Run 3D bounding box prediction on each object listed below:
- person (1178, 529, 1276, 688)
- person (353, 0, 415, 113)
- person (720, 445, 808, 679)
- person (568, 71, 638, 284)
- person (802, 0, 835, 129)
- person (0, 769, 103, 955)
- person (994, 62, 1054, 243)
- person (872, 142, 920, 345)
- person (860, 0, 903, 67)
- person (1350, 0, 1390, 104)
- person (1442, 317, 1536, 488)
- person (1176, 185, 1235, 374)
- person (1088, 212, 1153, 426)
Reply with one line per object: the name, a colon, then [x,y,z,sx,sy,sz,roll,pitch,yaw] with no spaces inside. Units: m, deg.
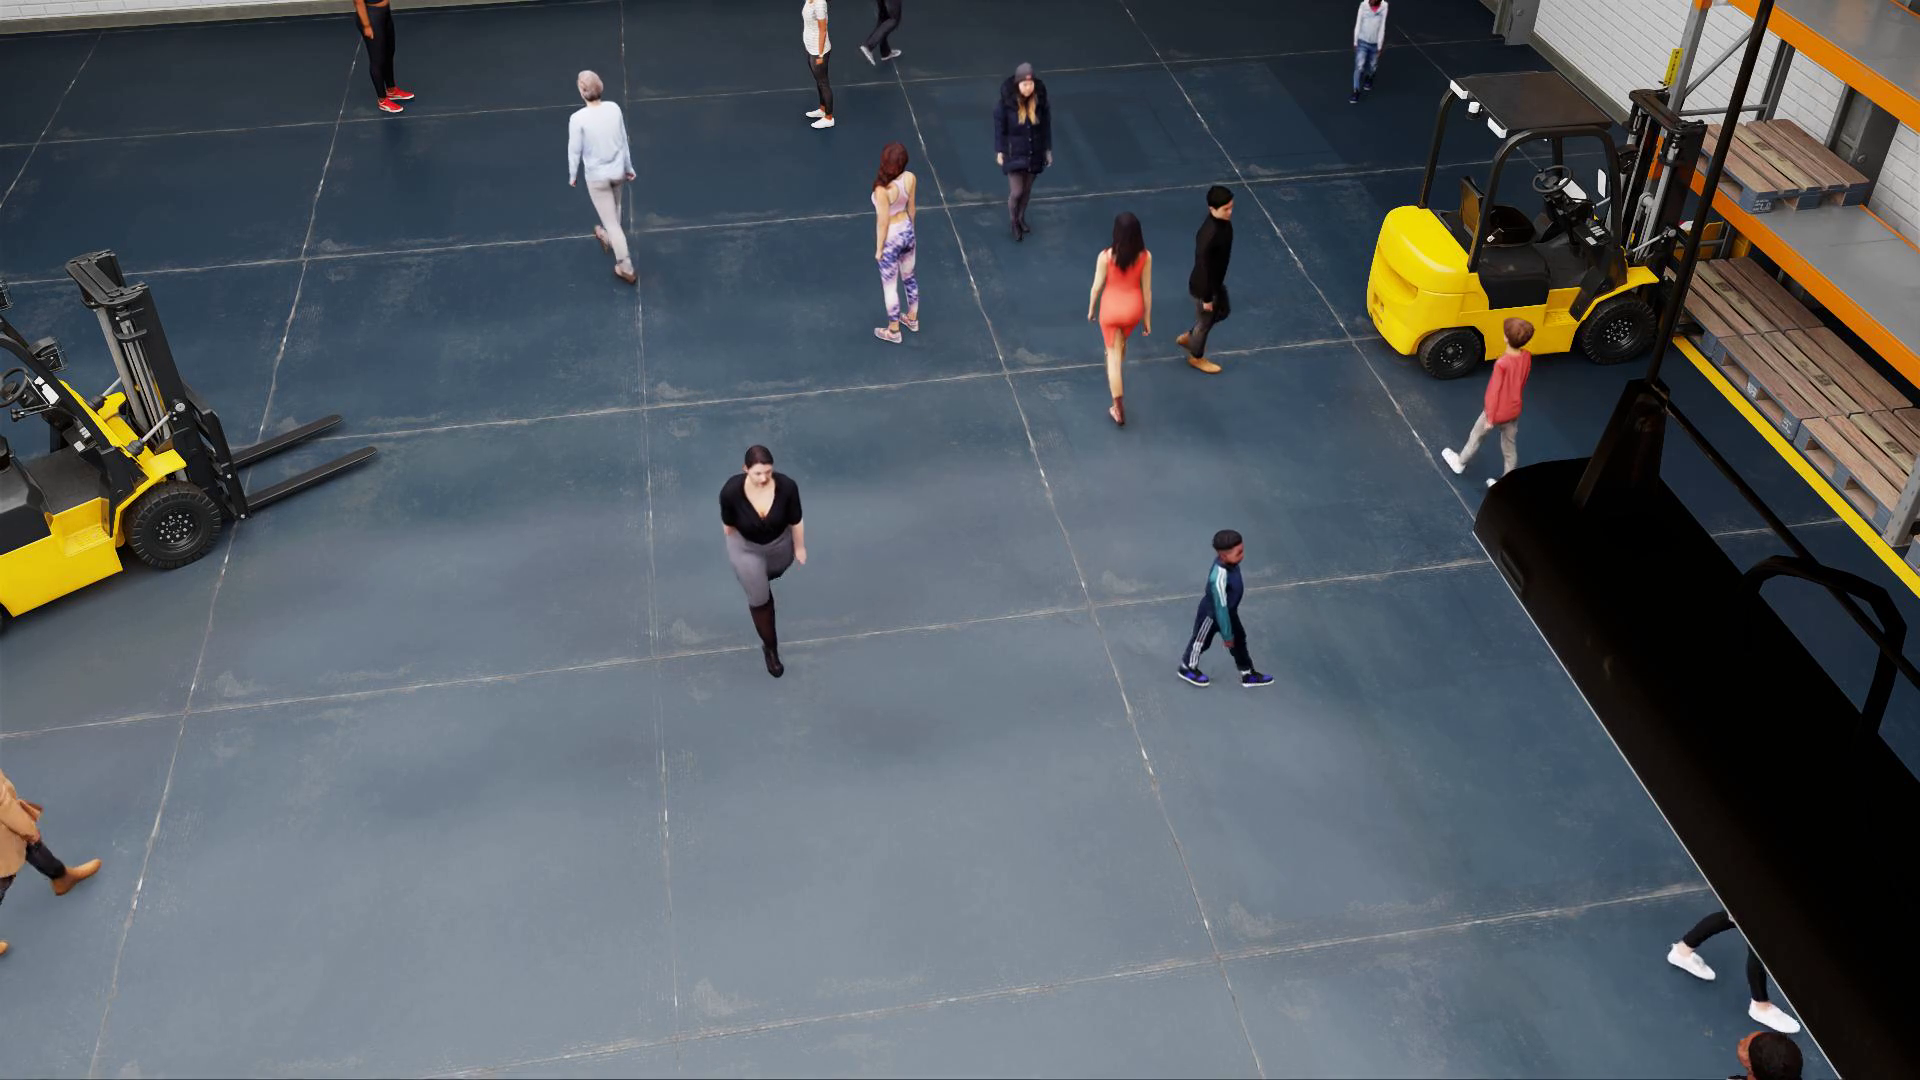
person: [1.578,0.442,10.489,0.861,1.230,0.840,19,42,22]
person: [-6.110,-5.424,17.366,0.798,1.815,0.653,4,39,5]
person: [-1.299,0.010,10.656,0.769,1.697,1.194,-11,40,-13]
person: [-3.027,-3.107,14.429,1.038,1.859,1.227,-27,46,-30]
person: [-1.450,-5.051,17.035,0.642,1.645,0.485,-9,40,-11]
person: [-5.206,1.518,8.765,1.130,1.700,1.189,24,44,27]
person: [0.548,-3.579,15.180,0.712,1.660,0.723,-13,40,-16]
person: [-0.522,-2.458,13.692,0.722,1.765,0.689,31,48,33]
person: [-0.890,-6.070,18.158,0.988,1.836,0.984,-29,47,-32]
person: [4.383,-5.343,17.720,0.697,1.247,0.896,10,40,12]
person: [3.983,-0.915,12.059,0.723,1.391,0.927,-18,42,-21]
person: [1.924,-2.091,13.278,0.872,1.708,0.781,13,40,16]
person: [1.246,-1.660,12.776,0.608,1.662,1.118,-6,39,-7]
